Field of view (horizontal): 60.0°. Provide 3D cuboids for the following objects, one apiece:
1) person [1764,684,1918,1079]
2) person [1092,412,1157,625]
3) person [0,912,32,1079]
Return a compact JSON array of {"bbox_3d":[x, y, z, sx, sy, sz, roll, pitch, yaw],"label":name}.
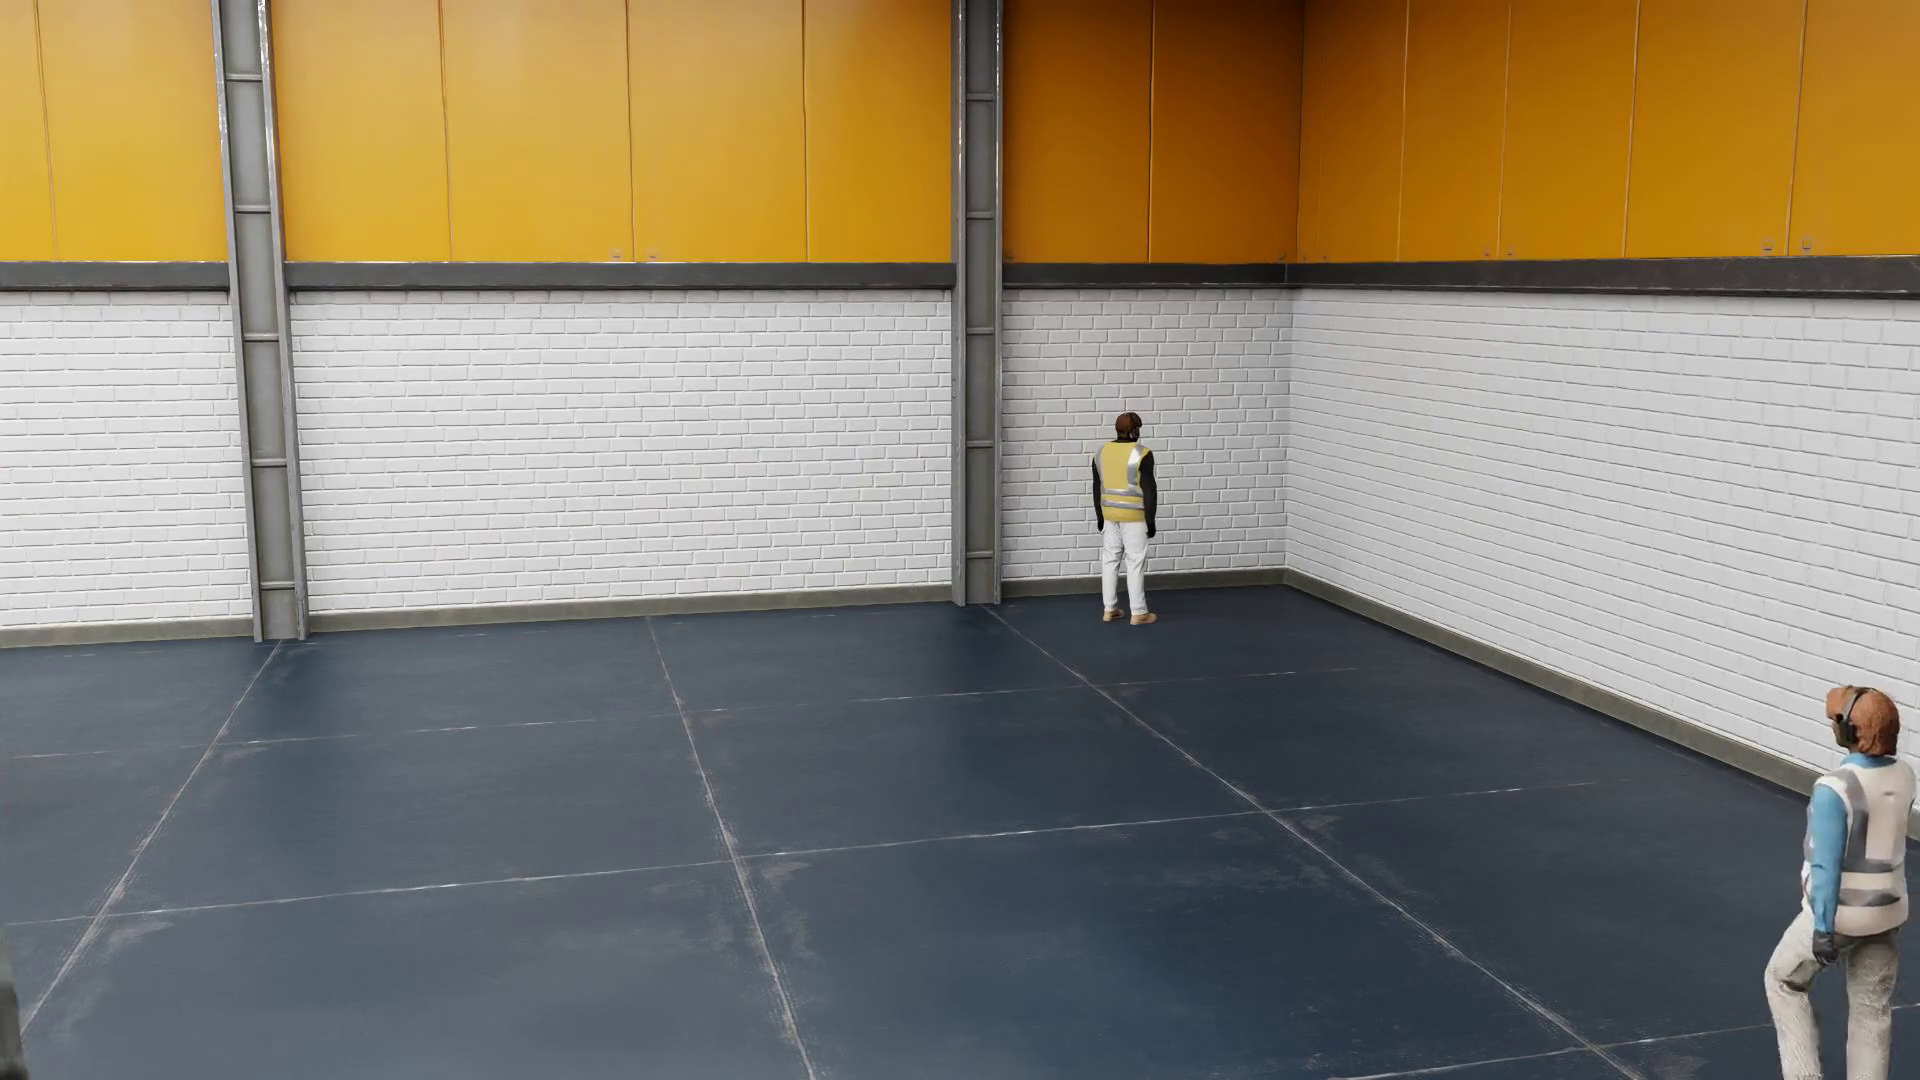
[{"bbox_3d":[3.080,1.298,5.833,0.531,1.617,0.502,-4,10,-24],"label":"person"},{"bbox_3d":[1.449,-0.190,14.447,0.621,1.845,0.411,8,12,40],"label":"person"},{"bbox_3d":[-3.616,1.178,5.777,0.896,1.890,0.579,4,10,23],"label":"person"}]
